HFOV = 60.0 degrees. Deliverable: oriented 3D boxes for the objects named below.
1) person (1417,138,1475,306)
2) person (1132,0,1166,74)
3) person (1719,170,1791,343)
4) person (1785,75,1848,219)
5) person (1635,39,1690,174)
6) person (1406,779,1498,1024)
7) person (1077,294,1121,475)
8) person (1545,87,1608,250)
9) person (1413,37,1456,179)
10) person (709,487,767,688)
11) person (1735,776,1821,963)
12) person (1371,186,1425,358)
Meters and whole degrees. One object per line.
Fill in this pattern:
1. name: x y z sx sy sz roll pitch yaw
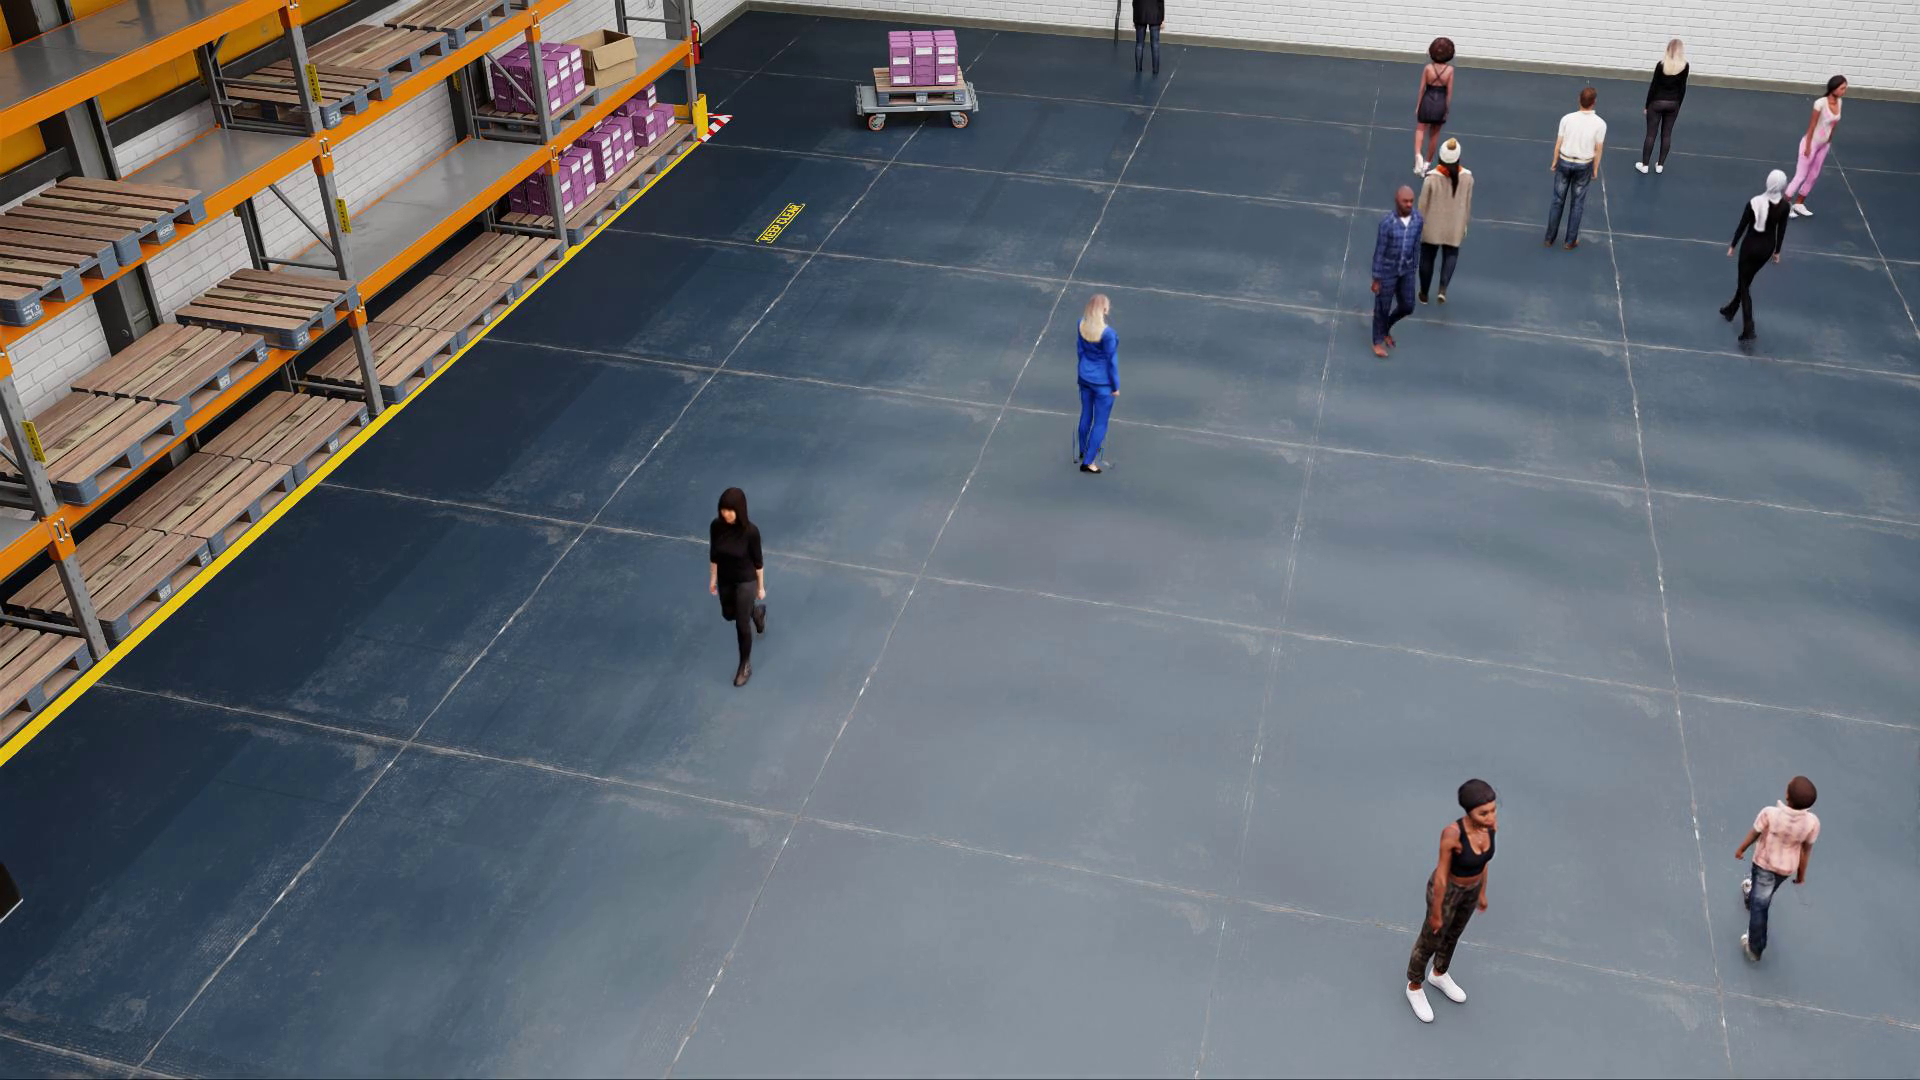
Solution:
1. person: 5.112 -3.334 17.605 0.748 1.885 0.757 5 34 8
2. person: 2.811 -7.629 24.445 0.738 1.778 0.595 11 35 16
3. person: 8.172 -2.868 17.034 0.839 1.741 1.220 0 34 0
4. person: 10.143 -4.680 19.766 0.666 1.734 0.712 -15 36 -21
5. person: 8.884 -5.469 20.996 0.629 1.686 0.573 4 34 6
6. person: 2.874 2.057 9.661 0.661 1.700 0.720 -17 37 -24
7. person: 1.202 -1.416 14.867 0.864 1.721 0.802 -26 41 -33
8. person: 7.018 -4.256 19.020 0.704 1.853 0.620 15 36 21
9. person: 5.893 -5.326 20.701 0.544 1.775 0.774 8 34 12
10. person: -1.628 0.266 12.423 0.614 1.625 0.922 11 35 16
11. person: 4.966 2.007 10.119 0.555 1.275 0.908 6 34 9
12. person: 4.347 -2.749 16.797 0.814 1.805 0.842 -8 35 -13
